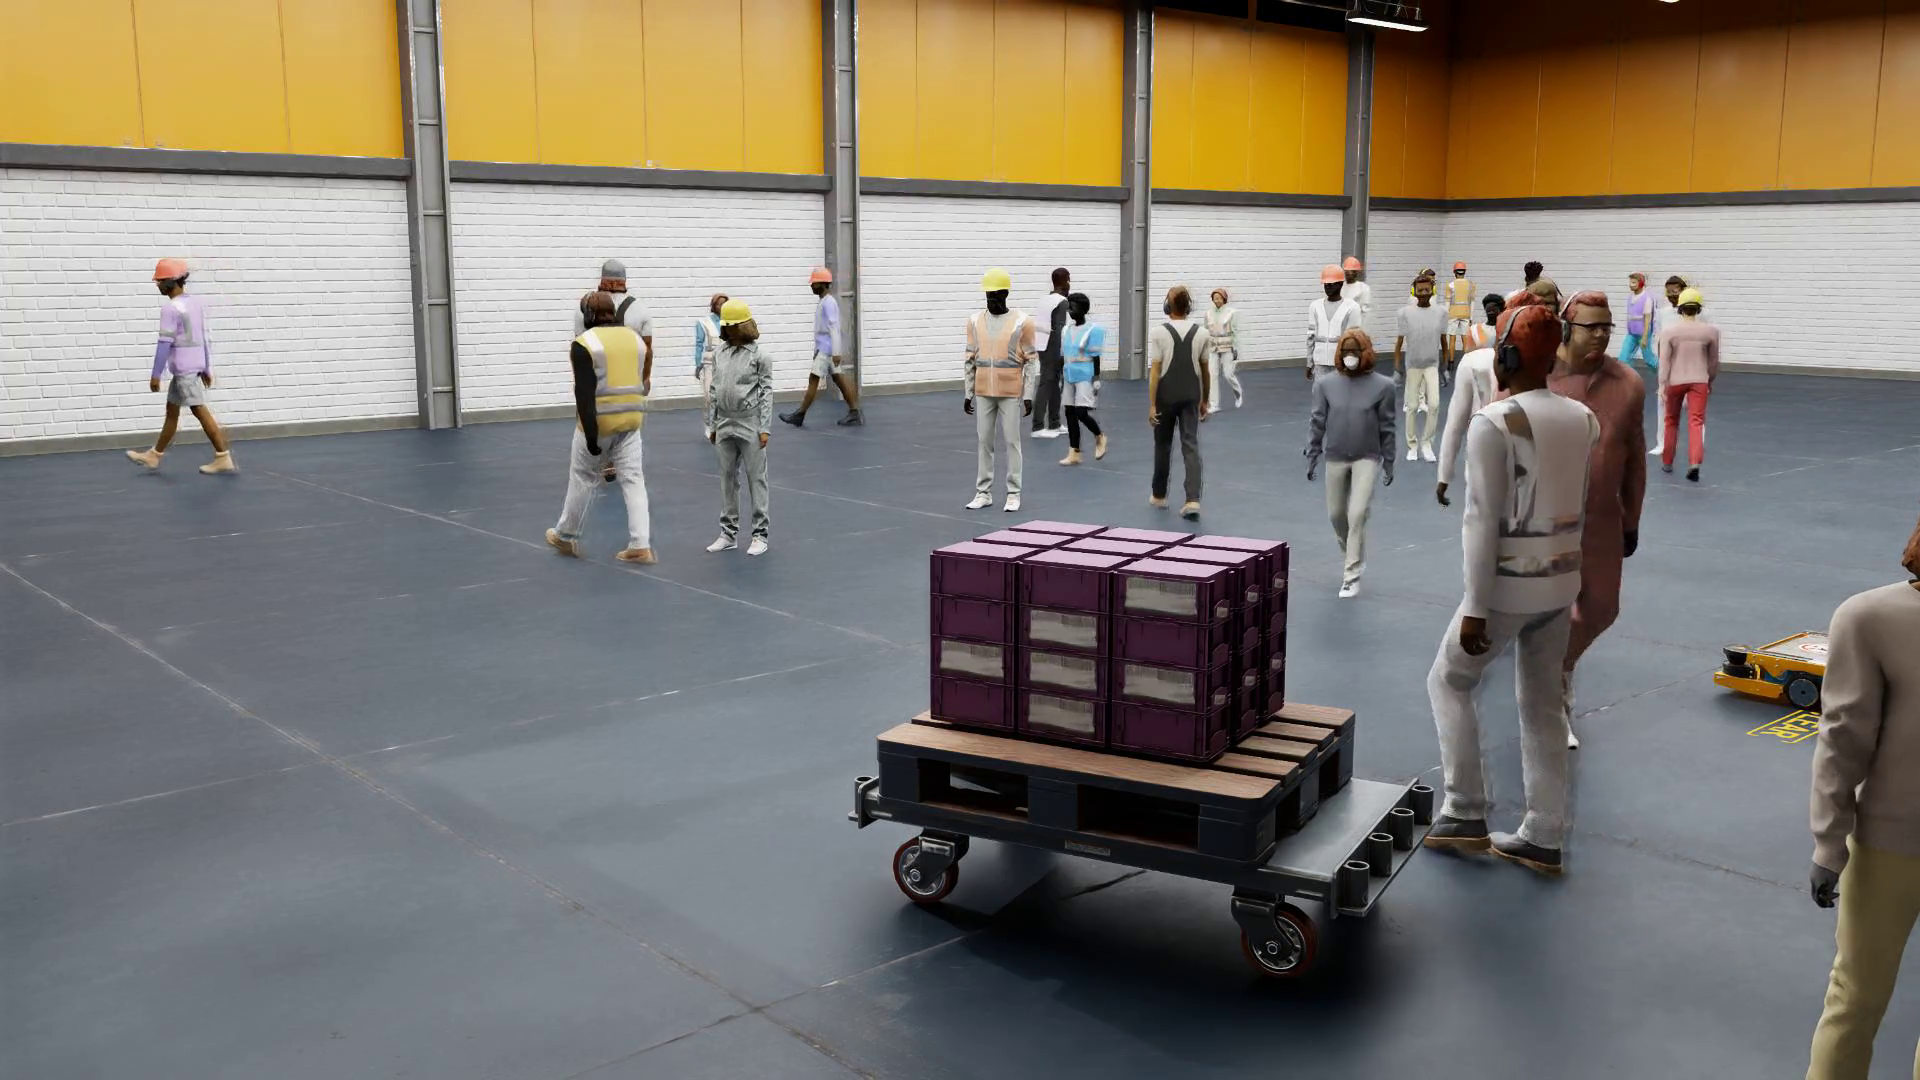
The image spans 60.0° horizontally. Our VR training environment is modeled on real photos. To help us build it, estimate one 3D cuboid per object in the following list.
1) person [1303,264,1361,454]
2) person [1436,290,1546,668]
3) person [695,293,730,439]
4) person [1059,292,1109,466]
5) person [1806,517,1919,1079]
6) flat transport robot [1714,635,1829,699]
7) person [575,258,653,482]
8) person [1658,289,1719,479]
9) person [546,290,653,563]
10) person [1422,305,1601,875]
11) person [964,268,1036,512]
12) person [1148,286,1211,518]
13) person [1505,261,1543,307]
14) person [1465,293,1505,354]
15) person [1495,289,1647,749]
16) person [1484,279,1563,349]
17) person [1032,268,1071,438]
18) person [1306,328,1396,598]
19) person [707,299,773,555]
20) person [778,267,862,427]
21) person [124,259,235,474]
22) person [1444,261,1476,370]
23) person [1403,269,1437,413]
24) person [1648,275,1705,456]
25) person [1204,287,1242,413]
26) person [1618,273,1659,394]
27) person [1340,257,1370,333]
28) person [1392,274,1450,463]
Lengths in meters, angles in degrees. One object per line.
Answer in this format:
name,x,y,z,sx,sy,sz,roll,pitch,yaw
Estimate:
person,3.755,-1.806,16.813,0.548,1.936,0.378,6,12,33
person,2.679,-0.287,8.173,0.635,1.862,0.834,2,10,14
person,-2.604,-1.861,18.027,0.548,1.621,0.367,-4,10,-21
person,1.179,-1.545,16.026,0.431,1.679,0.543,-8,13,-39
person,1.988,0.641,3.378,0.507,1.631,0.266,1,10,6
flat transport robot,4.208,0.638,7.379,0.652,0.197,1.431,-8,13,-41
person,-3.090,-1.531,14.902,0.682,2.000,0.848,-3,10,-15
person,6.675,-1.434,15.250,0.524,1.730,0.875,3,10,17
person,-2.390,-0.759,11.121,0.992,1.786,0.613,8,13,40
person,1.793,0.157,5.533,0.600,1.860,0.654,-6,11,-30
person,0.301,-1.185,13.207,0.595,1.925,0.371,4,11,23
person,1.720,-1.083,13.013,0.531,1.799,0.980,-1,10,-8
person,6.868,-2.381,20.092,0.610,1.964,0.365,4,11,23
person,5.306,-1.631,16.585,0.539,1.670,0.795,4,10,21
person,2.554,-0.106,7.018,0.663,1.892,0.617,-1,10,-5
person,3.410,-0.602,9.916,0.656,1.879,1.032,3,10,15
person,1.065,-2.093,18.652,0.595,1.888,0.587,-2,10,-12
person,2.380,-0.489,10.081,0.532,1.604,0.687,4,11,24
person,-1.504,-0.763,11.301,0.484,1.737,0.305,4,11,24
person,-1.633,-2.278,19.720,1.018,1.883,0.565,-1,10,-8
person,-7.265,-1.583,15.351,1.050,1.984,0.639,-1,10,-5
person,8.826,-3.961,29.452,0.543,1.932,0.365,0,10,2
person,5.994,-2.577,21.577,0.499,1.861,0.327,-7,12,-37
person,7.404,-1.783,17.003,0.850,1.825,0.576,-8,12,-37
person,3.427,-2.456,21.524,0.532,1.620,0.608,8,12,38
person,9.989,-3.006,24.298,0.986,1.793,0.579,-2,10,-12
person,5.707,-3.107,24.206,0.805,2.021,0.621,-7,12,-35
person,4.530,-1.676,16.314,0.566,1.845,0.635,1,10,8
